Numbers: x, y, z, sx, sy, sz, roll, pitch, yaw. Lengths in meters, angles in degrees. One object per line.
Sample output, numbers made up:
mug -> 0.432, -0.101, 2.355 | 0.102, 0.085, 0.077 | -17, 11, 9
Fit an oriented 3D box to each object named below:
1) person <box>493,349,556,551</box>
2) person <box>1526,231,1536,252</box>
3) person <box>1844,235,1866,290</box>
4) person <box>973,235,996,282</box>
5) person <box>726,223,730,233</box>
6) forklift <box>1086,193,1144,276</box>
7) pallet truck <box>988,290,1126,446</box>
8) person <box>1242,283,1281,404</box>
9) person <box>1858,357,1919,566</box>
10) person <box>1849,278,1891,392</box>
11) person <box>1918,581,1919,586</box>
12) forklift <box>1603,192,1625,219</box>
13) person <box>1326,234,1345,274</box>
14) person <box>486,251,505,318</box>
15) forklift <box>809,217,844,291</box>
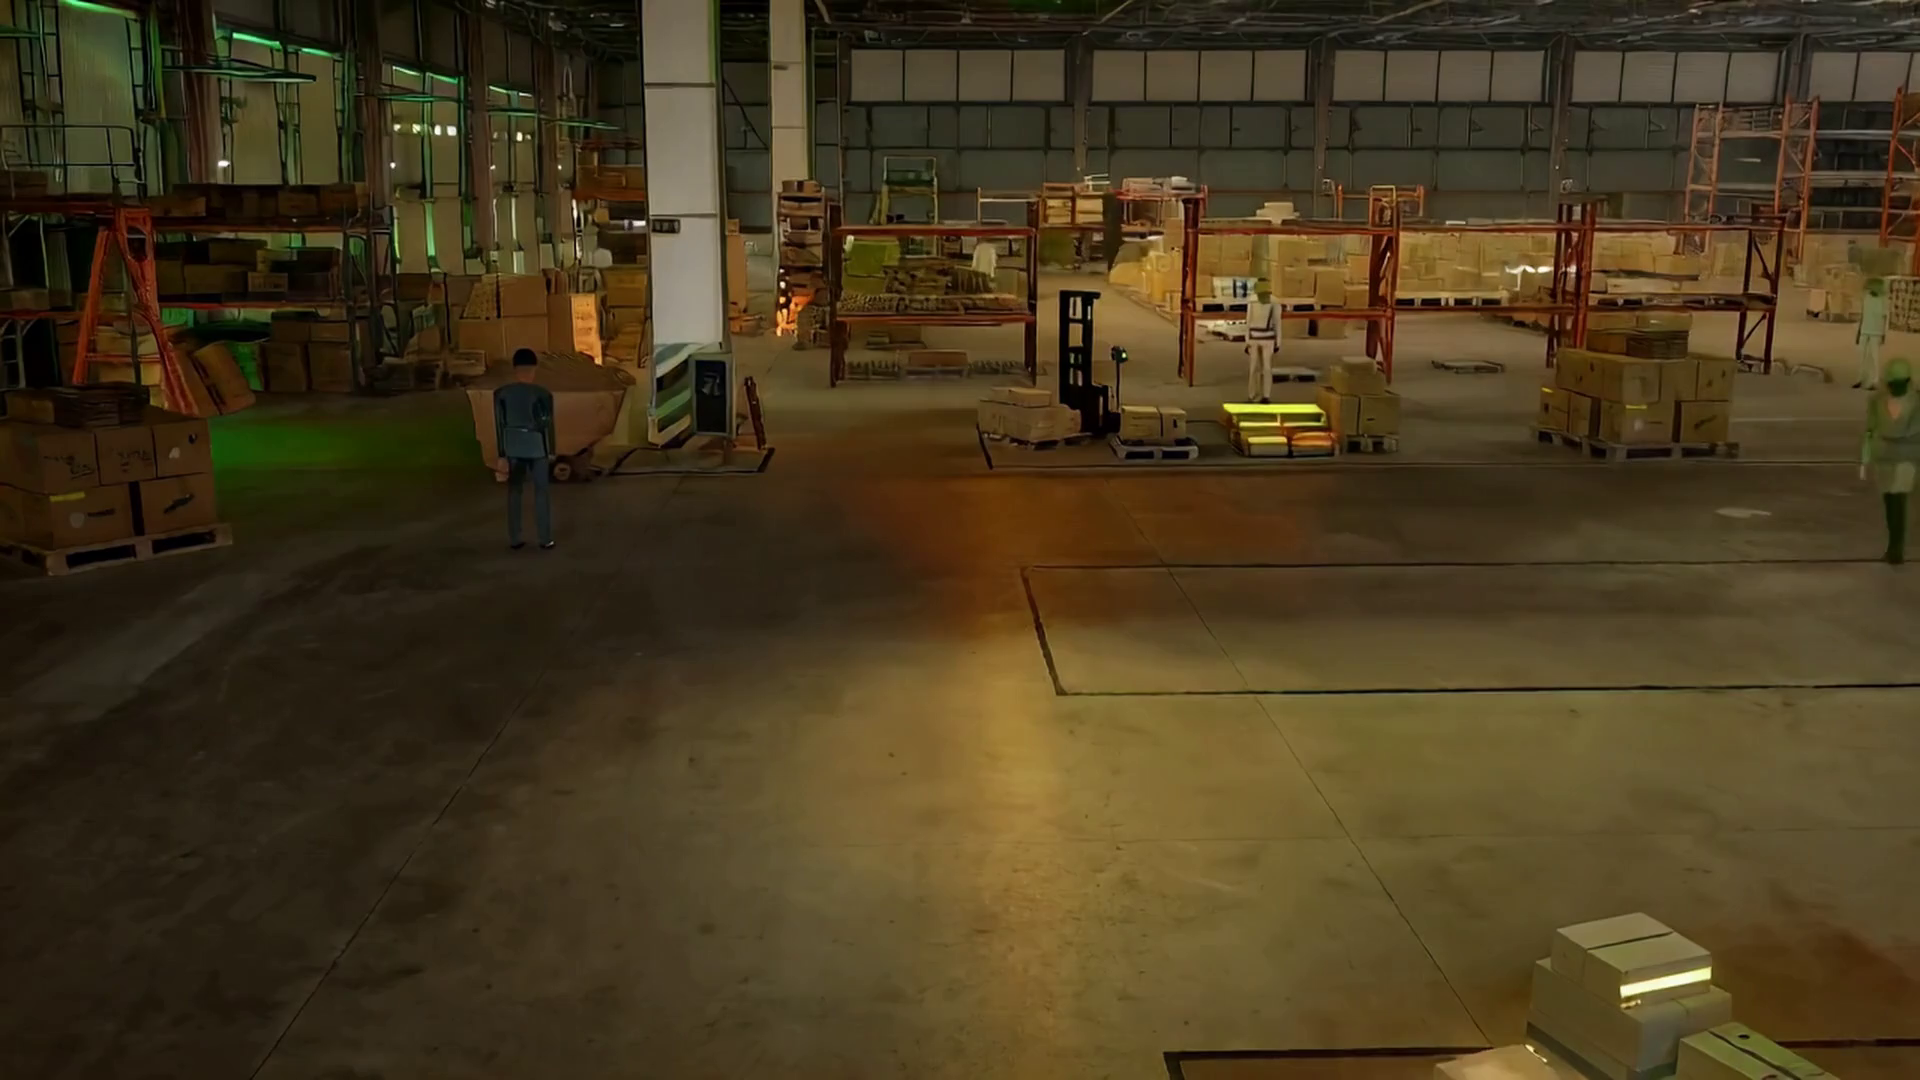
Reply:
person -> -4.096, -0.850, 15.761 | 0.582, 1.919, 0.398 | 1, 13, 4
person -> 17.816, -8.914, 52.389 | 0.632, 1.824, 0.521 | -6, 14, -25
person -> 24.403, -7.395, 45.444 | 1.032, 1.849, 0.550 | 6, 14, 23
person -> 0.690, -7.680, 46.579 | 0.639, 1.923, 0.561 | -1, 13, -3
person -> -7.699, -9.481, 54.698 | 0.371, 1.927, 0.588 | 2, 13, 11
forklift -> 5.328, -10.453, 56.915 | 1.873, 2.768, 1.129 | 0, 12, -2
pallet truck -> 1.257, -2.299, 22.111 | 1.885, 1.965, 0.823 | -9, 15, -35
person -> 4.619, -2.985, 25.463 | 0.574, 1.886, 0.360 | 8, 15, 33
person -> 8.504, -0.721, 15.181 | 0.747, 1.901, 0.573 | -10, 16, -39
person -> 14.929, -3.363, 27.238 | 0.324, 1.857, 0.530 | -7, 14, -28
person -> 8.593, -0.597, 14.330 | 0.536, 2.000, 0.680 | 9, 15, 35
forklift -> 23.588, -11.172, 60.163 | 1.873, 2.768, 1.129 | 0, 12, -2
person -> 11.644, -8.827, 51.823 | 0.631, 1.908, 0.933 | -2, 13, -9
person -> -11.450, -6.267, 40.868 | 0.525, 1.632, 0.323 | 12, 17, 42
forklift -> -4.375, -8.619, 48.637 | 1.873, 2.768, 1.129 | 0, 12, -2
